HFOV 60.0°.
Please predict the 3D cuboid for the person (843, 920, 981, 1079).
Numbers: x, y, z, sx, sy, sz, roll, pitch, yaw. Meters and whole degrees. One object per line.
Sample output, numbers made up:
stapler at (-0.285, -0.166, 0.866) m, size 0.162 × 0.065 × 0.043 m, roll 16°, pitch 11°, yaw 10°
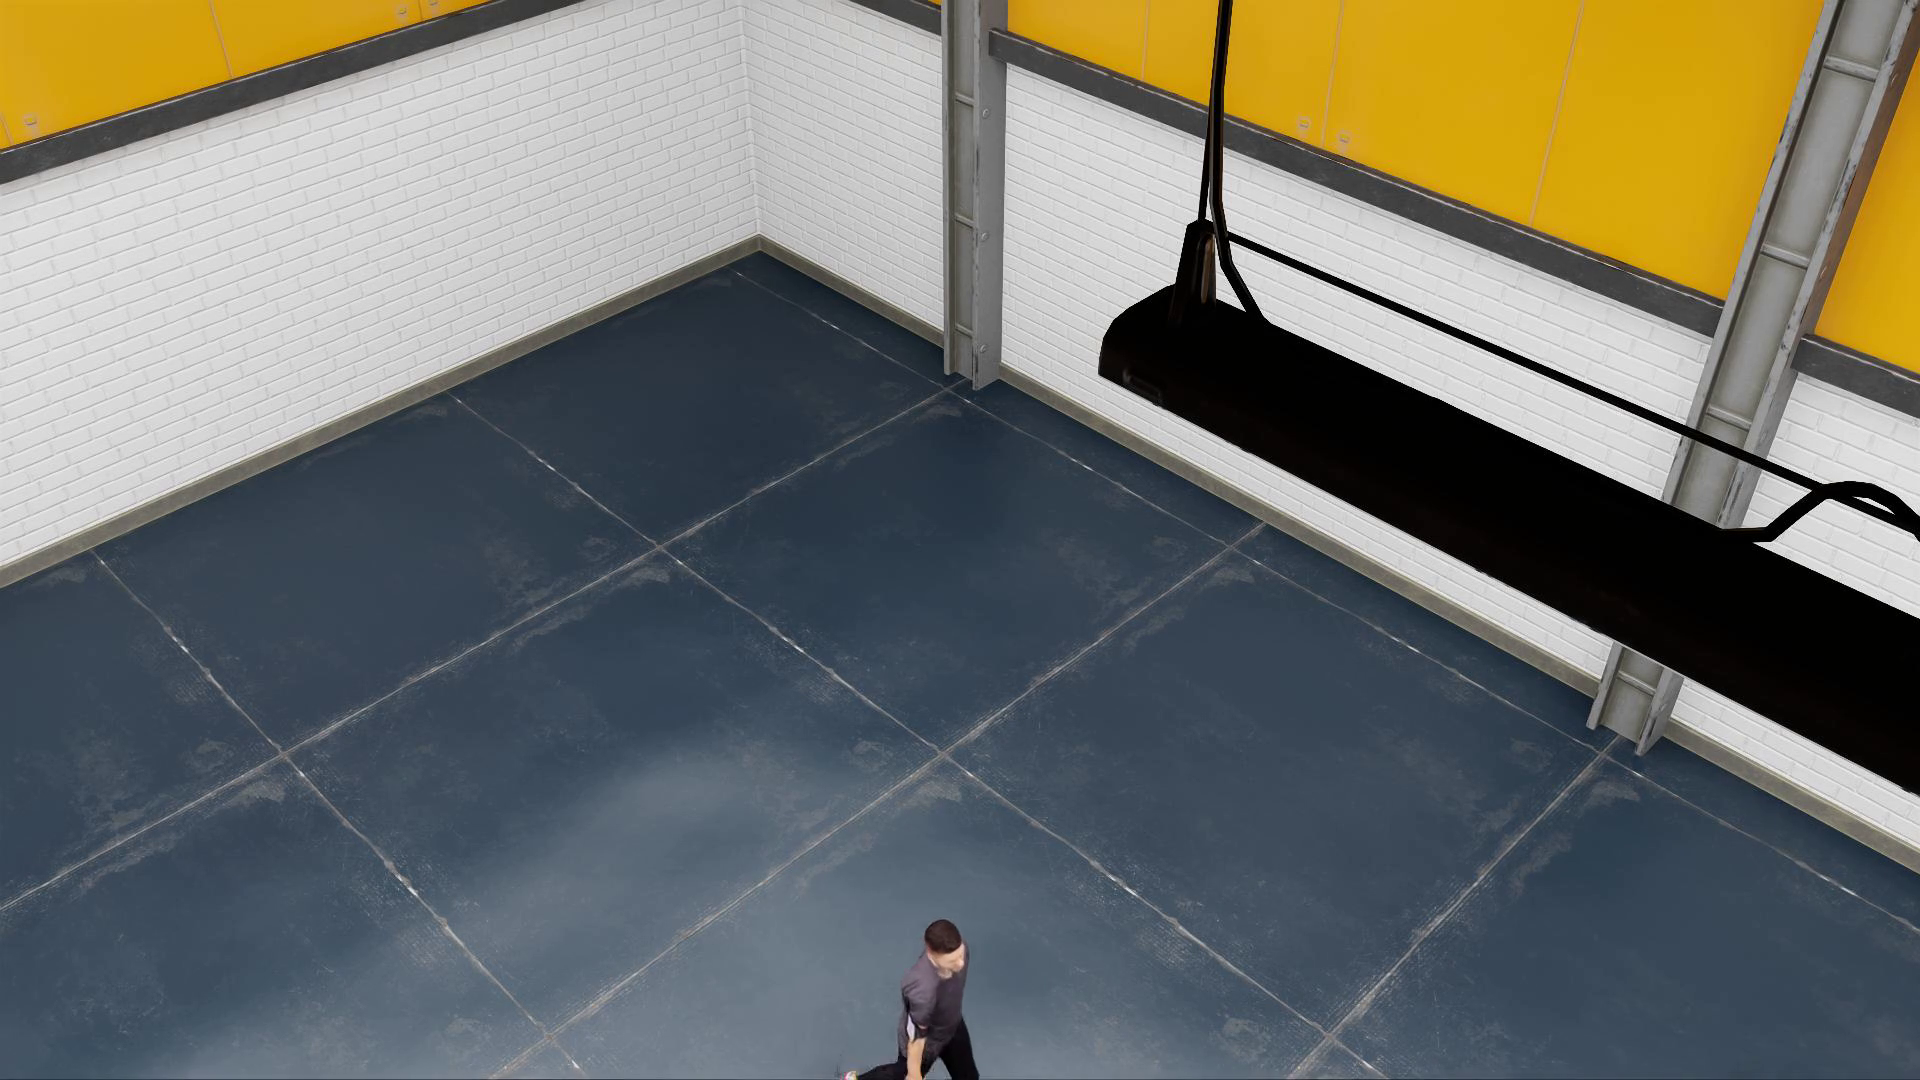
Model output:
person at (-0.209, 2.361, 8.080) m, size 1.208 × 1.720 × 0.864 m, roll 20°, pitch 43°, yaw 23°
